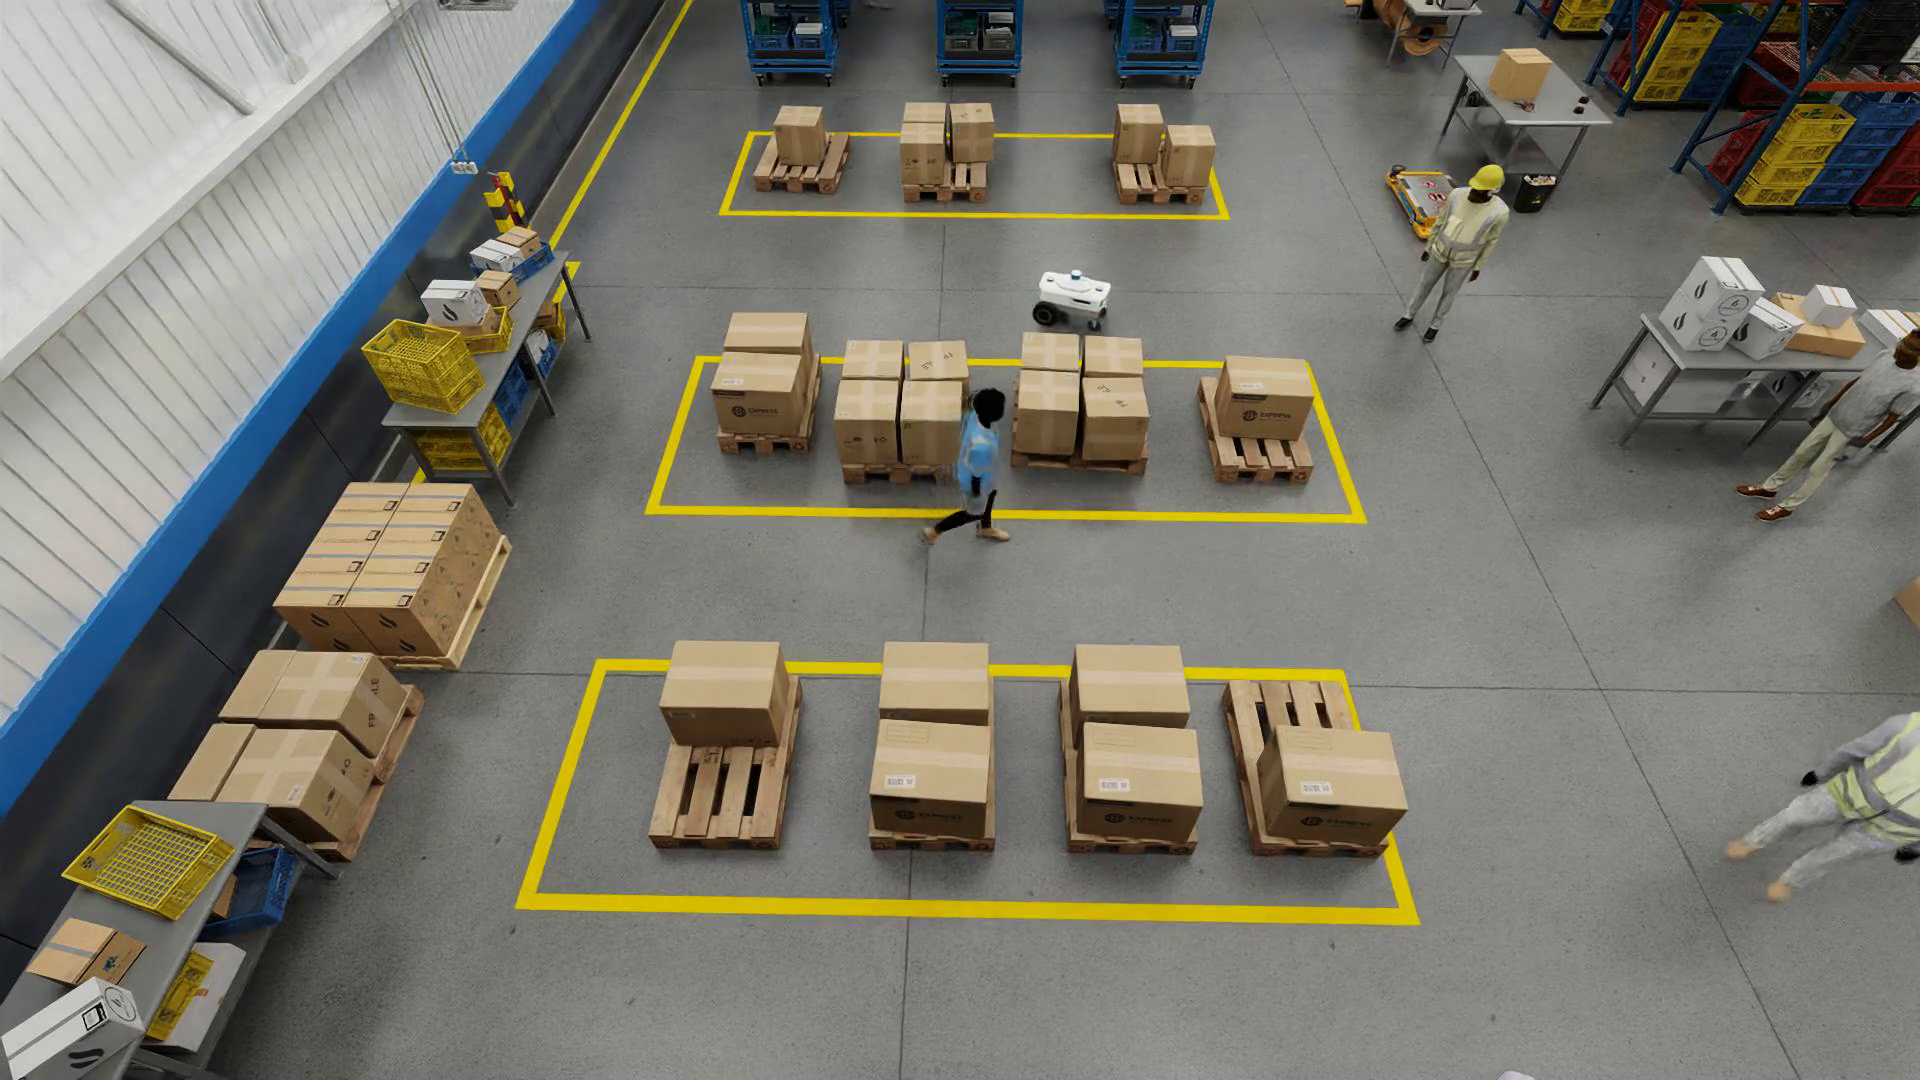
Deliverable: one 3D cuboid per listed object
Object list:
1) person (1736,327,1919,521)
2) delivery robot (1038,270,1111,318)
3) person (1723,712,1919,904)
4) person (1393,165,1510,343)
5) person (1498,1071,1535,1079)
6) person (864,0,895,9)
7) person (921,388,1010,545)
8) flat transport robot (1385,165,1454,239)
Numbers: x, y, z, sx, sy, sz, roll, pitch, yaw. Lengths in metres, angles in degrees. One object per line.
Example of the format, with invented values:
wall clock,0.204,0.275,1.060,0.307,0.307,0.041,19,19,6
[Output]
person,6.966,-0.898,7.242,0.323,1.871,0.528,1,49,1
delivery robot,1.181,-2.558,9.483,0.707,0.478,0.477,15,51,12
person,5.162,1.511,5.179,0.429,1.844,0.632,-27,54,-21
person,4.793,-2.766,8.887,0.591,1.828,0.404,36,58,27
person,2.282,2.786,4.024,0.392,1.917,0.592,6,49,5
person,-1.329,-9.547,14.896,0.666,1.605,0.552,-3,49,-2
person,0.056,-0.515,7.044,0.652,1.664,0.558,3,49,2
flat transport robot,5.692,-4.094,11.059,0.652,0.197,1.431,1,49,1
